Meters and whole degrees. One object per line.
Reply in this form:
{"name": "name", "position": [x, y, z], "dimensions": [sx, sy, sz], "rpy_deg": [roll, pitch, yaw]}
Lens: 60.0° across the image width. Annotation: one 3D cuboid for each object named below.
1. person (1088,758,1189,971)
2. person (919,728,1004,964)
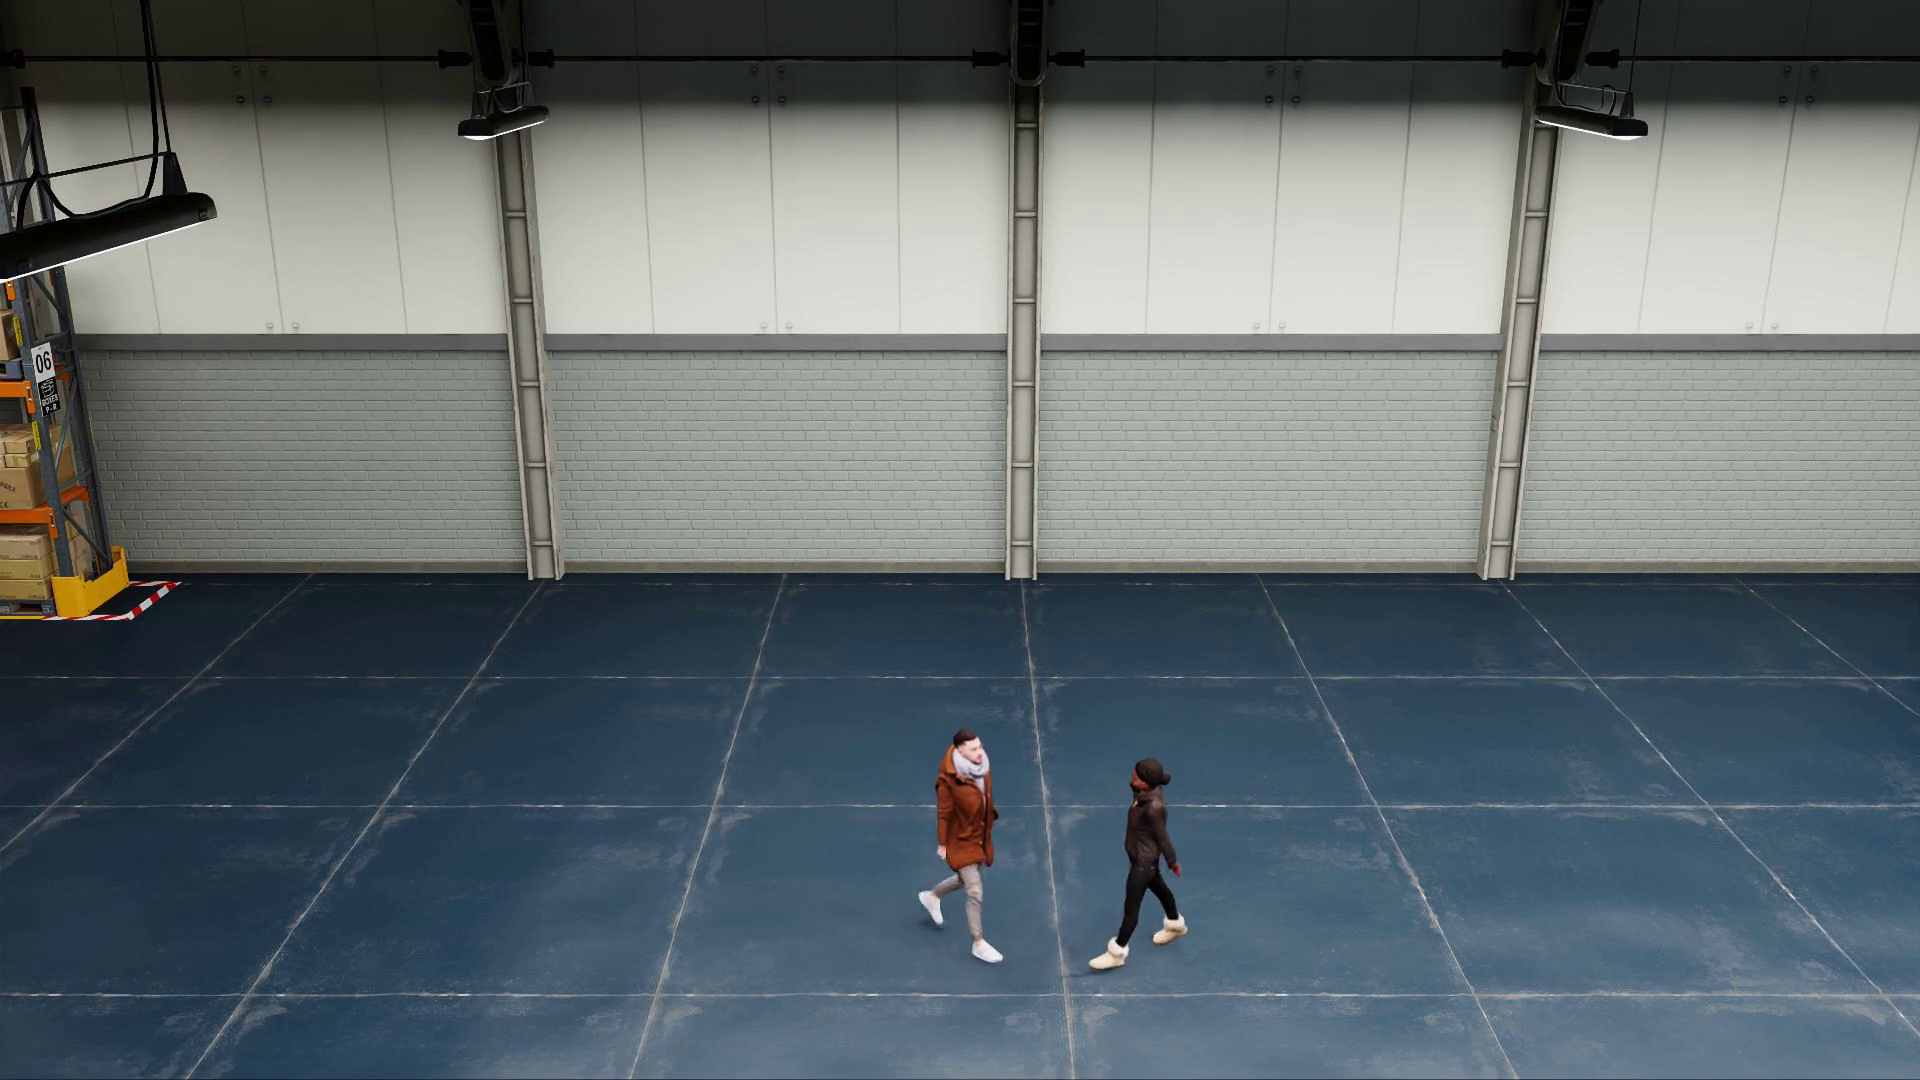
{"name": "person", "position": [1.229, 2.389, 12.416], "dimensions": [1.106, 1.651, 0.683], "rpy_deg": [-2, 18, -7]}
{"name": "person", "position": [-0.012, 2.256, 12.571], "dimensions": [1.240, 1.809, 1.112], "rpy_deg": [13, 22, 34]}
